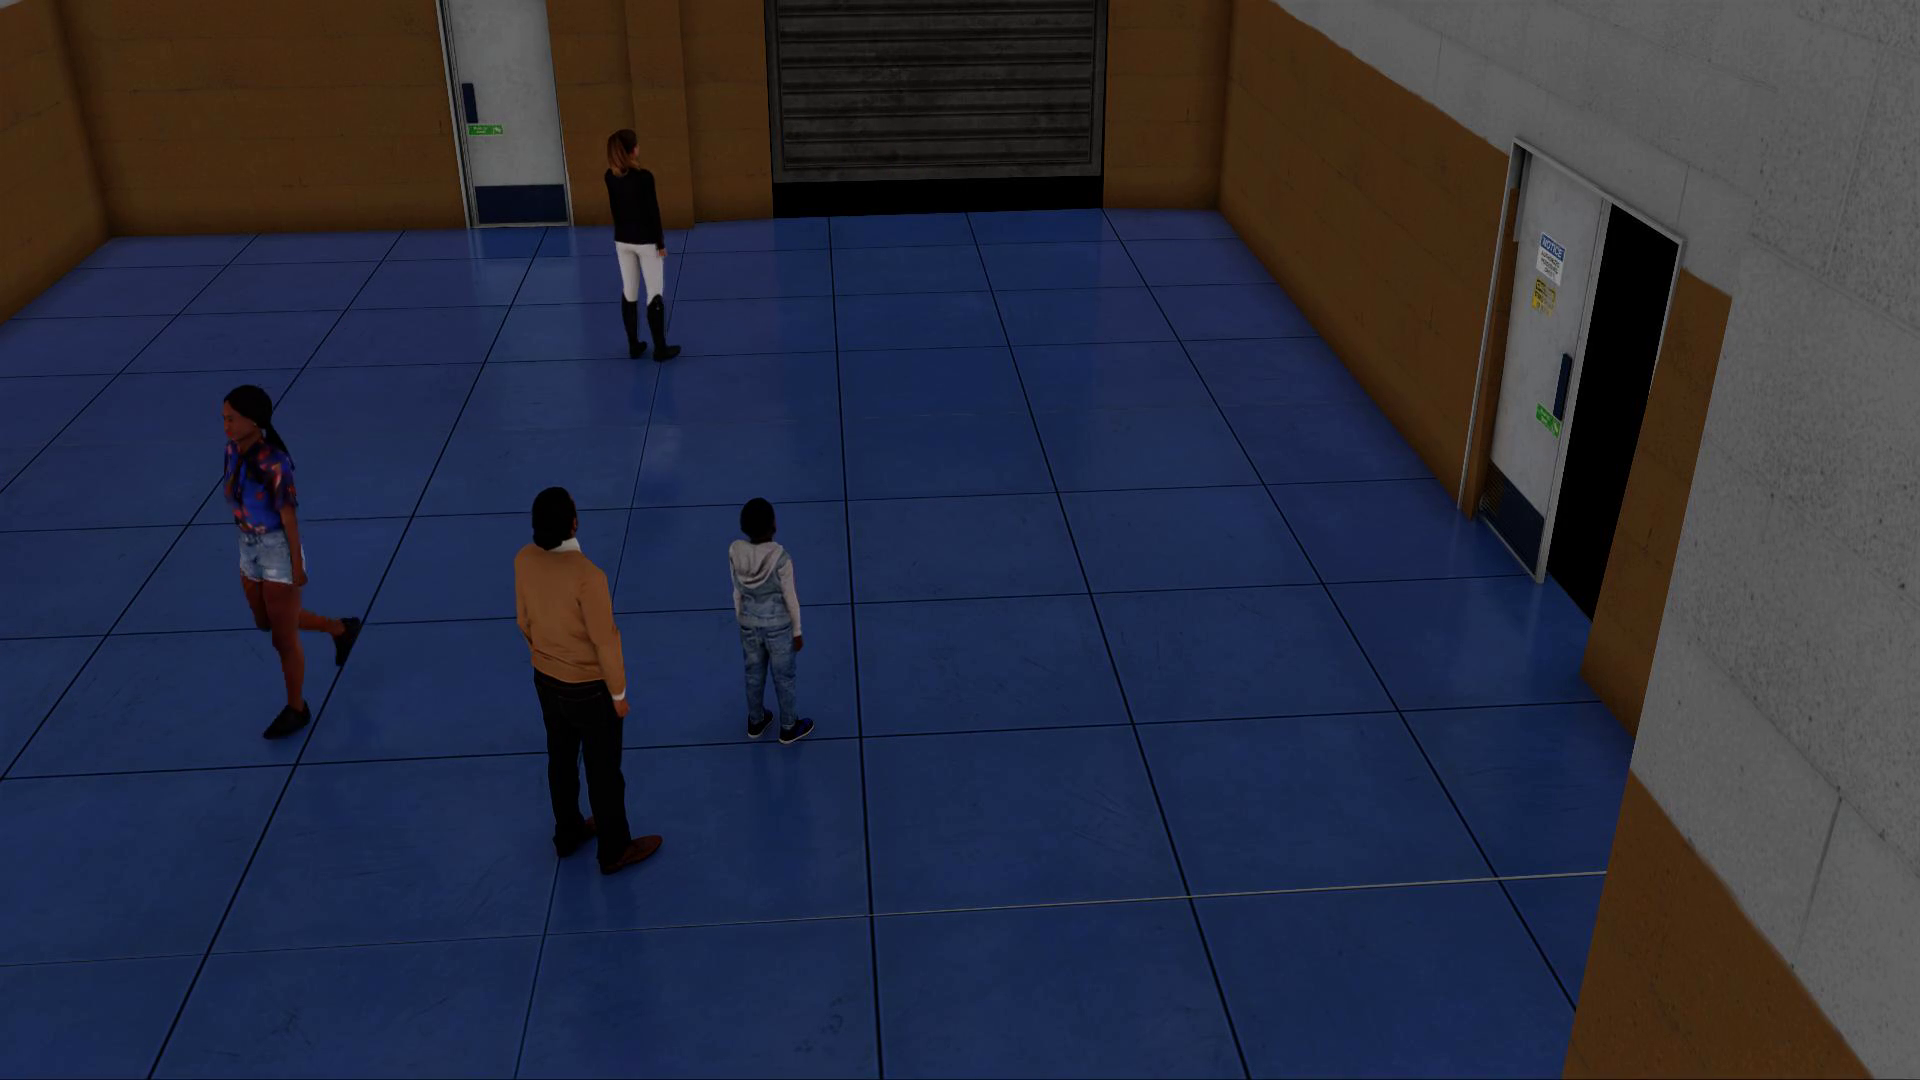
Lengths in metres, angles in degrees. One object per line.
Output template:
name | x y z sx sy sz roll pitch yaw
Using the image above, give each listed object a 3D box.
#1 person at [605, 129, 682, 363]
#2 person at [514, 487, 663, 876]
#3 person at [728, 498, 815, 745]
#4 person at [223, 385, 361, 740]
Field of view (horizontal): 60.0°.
person | -2.381 -2.166 12.265 0.635 1.729 0.720 11 29 20
person | -1.576 0.581 6.832 0.729 1.754 0.816 16 31 28
person | -0.910 0.377 7.788 0.539 1.260 0.619 11 29 21
person | -3.178 0.068 7.877 0.962 1.730 0.963 15 30 27
